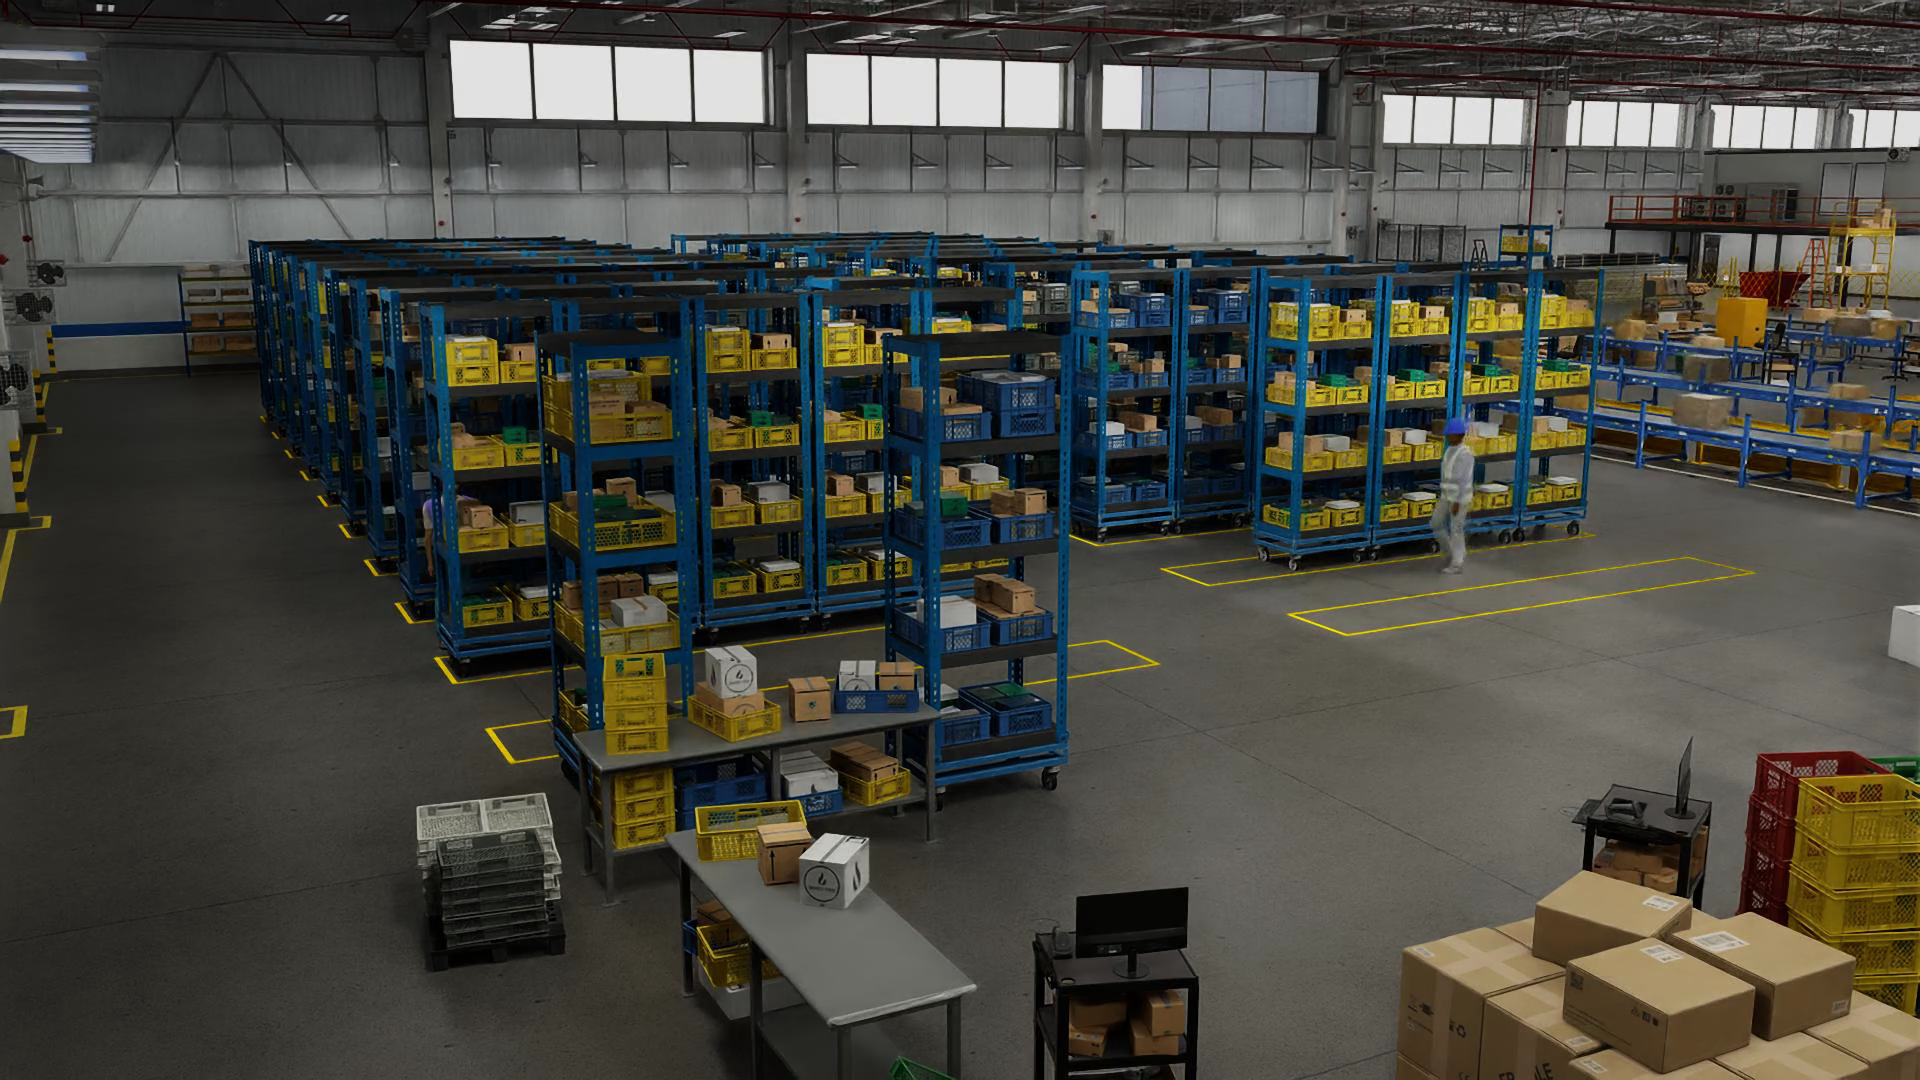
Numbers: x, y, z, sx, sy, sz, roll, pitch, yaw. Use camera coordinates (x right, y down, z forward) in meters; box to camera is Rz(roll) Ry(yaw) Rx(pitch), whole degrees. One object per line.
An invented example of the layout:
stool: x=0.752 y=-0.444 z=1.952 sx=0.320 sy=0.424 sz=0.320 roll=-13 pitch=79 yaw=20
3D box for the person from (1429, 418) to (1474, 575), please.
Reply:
person: x=5.977 y=-0.515 z=20.167 sx=0.445 sy=1.929 sz=0.608 roll=-3 pitch=12 yaw=-12

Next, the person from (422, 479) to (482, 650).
person: x=-5.208 y=0.184 z=17.082 sx=0.563 sy=1.847 sz=0.390 roll=-9 pitch=15 yaw=-36

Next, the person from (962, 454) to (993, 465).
person: x=0.232 y=-0.934 z=22.335 sx=0.403 sy=1.837 sz=0.591 roll=-2 pitch=12 yaw=-8

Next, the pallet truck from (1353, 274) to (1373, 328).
pallet truck: x=13.011 y=-8.050 z=55.243 sx=0.823 sy=1.965 sz=1.885 roll=-7 pitch=14 yaw=-28
